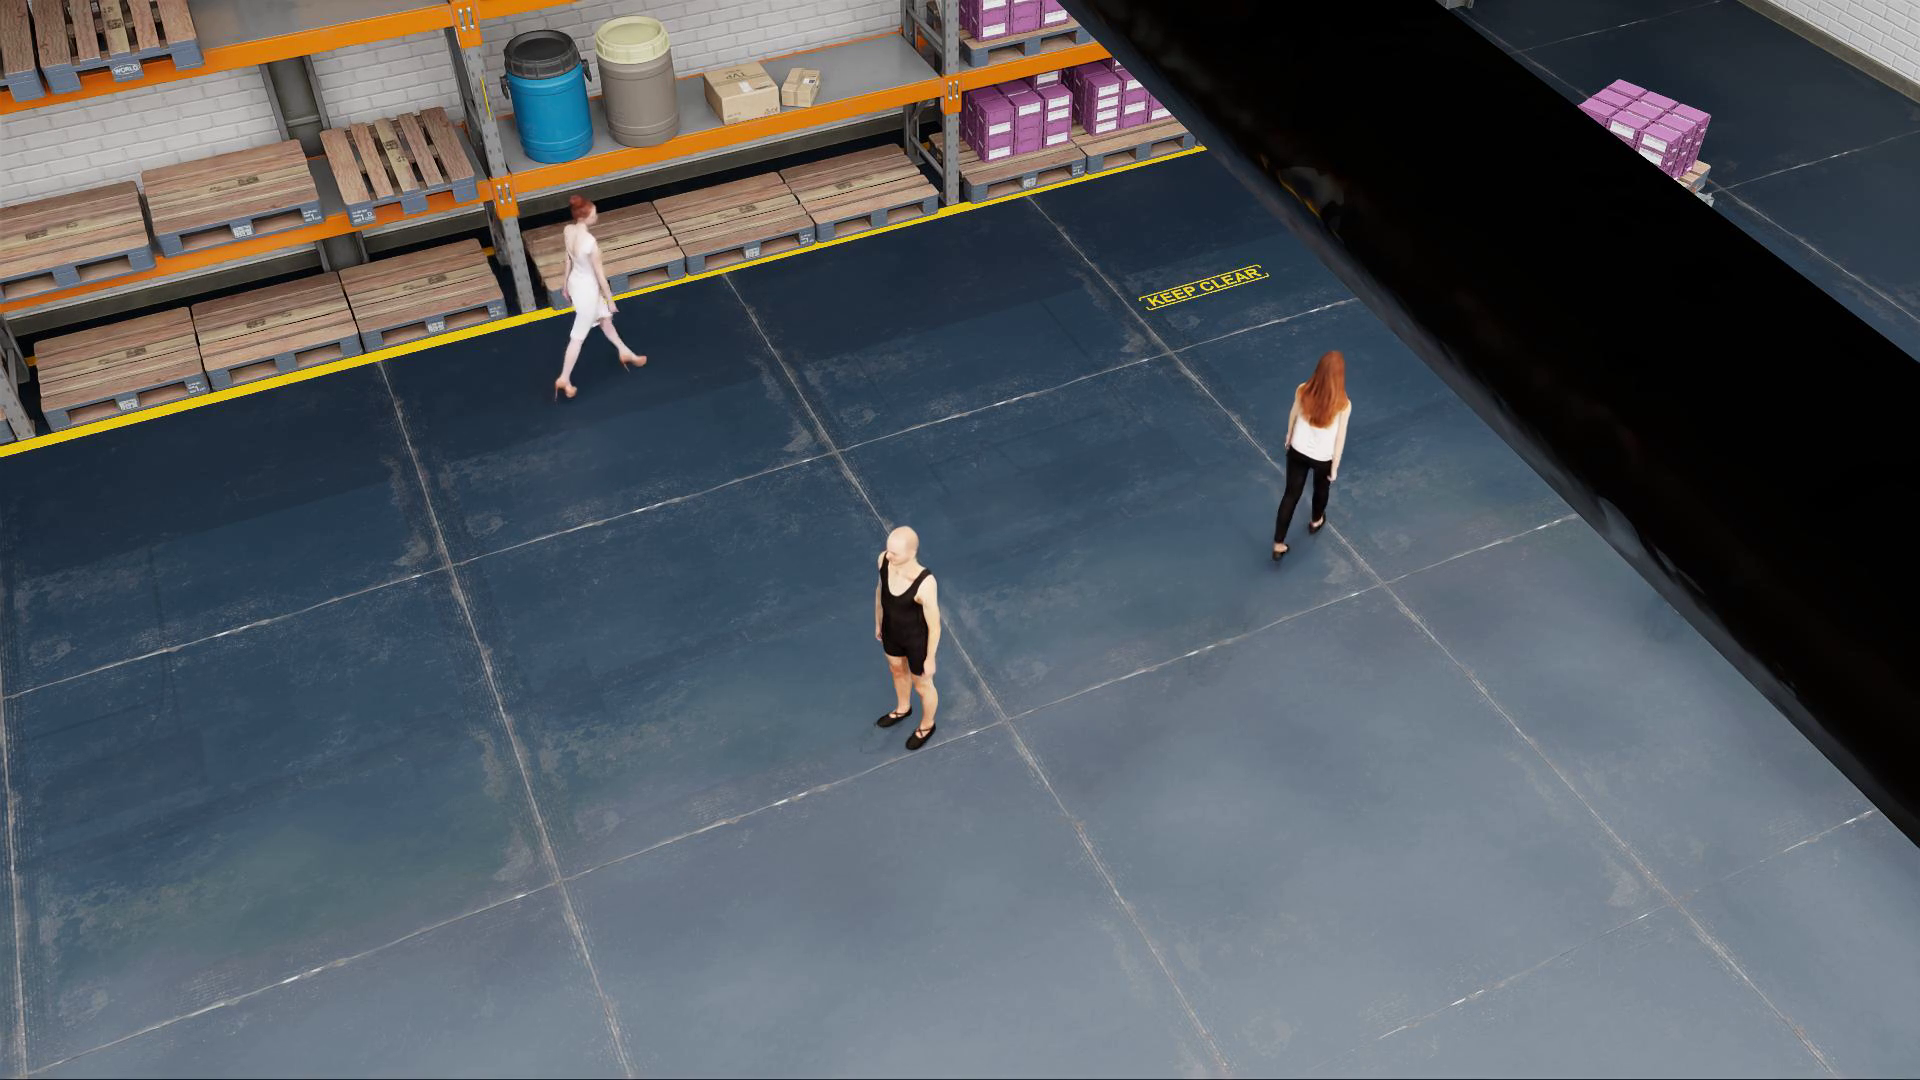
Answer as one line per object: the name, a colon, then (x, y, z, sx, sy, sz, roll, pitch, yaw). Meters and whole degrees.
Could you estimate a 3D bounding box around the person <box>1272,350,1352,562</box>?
person: (2.409, -0.557, 11.553, 0.925, 1.705, 1.053, 22, 48, 21)

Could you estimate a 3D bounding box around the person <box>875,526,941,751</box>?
person: (-0.309, 0.587, 10.272, 0.628, 1.815, 0.712, -34, 53, -31)

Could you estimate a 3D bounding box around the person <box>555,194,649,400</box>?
person: (-2.992, -1.835, 12.865, 1.082, 1.745, 0.713, -30, 51, -28)
